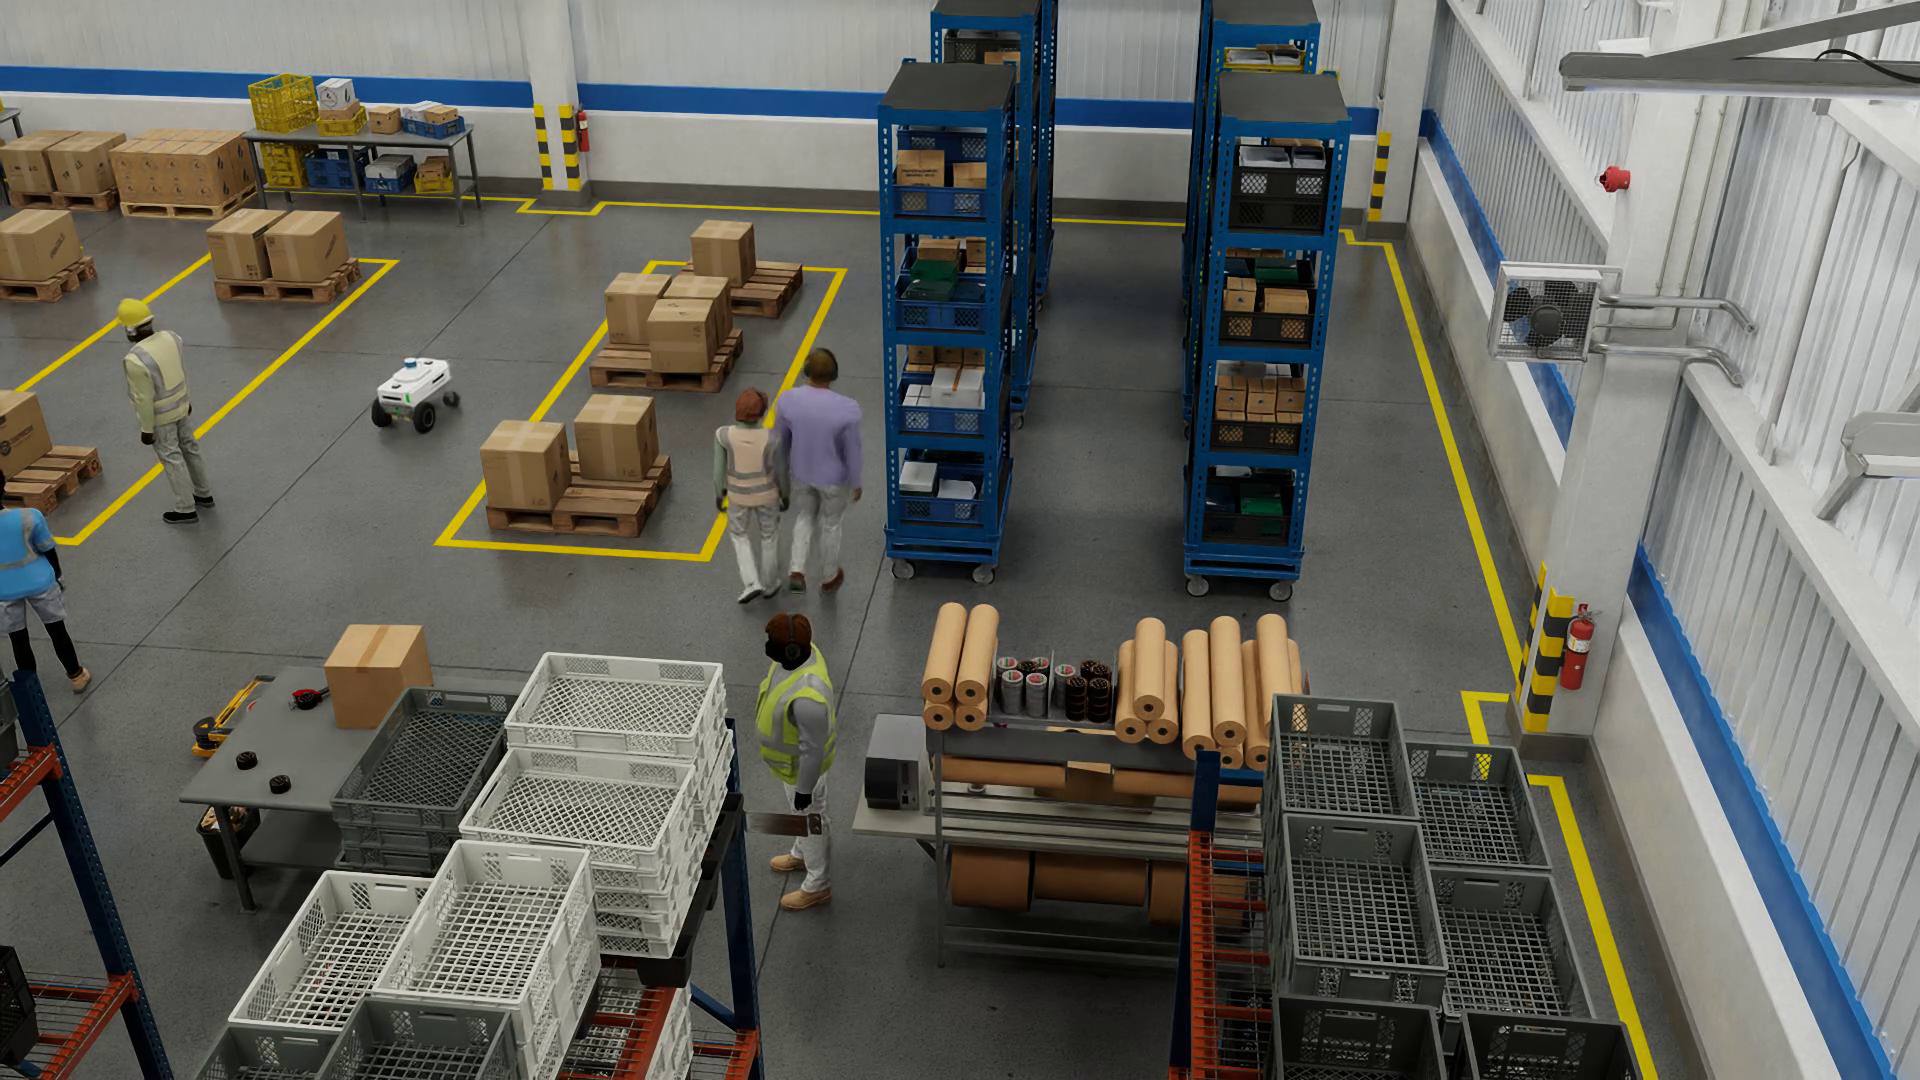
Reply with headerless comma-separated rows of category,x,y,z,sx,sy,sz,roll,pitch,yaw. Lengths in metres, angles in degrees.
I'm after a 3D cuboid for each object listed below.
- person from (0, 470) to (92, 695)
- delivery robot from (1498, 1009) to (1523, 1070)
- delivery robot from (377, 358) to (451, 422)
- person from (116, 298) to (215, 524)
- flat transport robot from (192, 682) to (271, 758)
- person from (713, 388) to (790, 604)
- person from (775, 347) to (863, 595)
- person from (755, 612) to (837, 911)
person,-6.054,0.295,10.732,0.535,1.697,0.318,-14,33,-23
delivery robot,2.775,2.537,7.918,0.477,0.478,0.707,-10,32,-16
delivery robot,-4.795,-1.364,14.618,0.477,0.478,0.707,8,31,14
person,-6.148,-0.998,12.821,0.404,1.827,0.599,5,31,8
flat transport robot,-4.089,1.163,10.648,1.431,0.197,0.652,3,30,6
person,-1.472,-0.277,11.794,0.543,1.618,0.477,0,30,-1
person,-0.999,-0.436,11.777,0.633,1.924,0.494,10,32,16
person,-0.887,1.187,9.058,0.429,1.844,0.626,-7,31,-12
